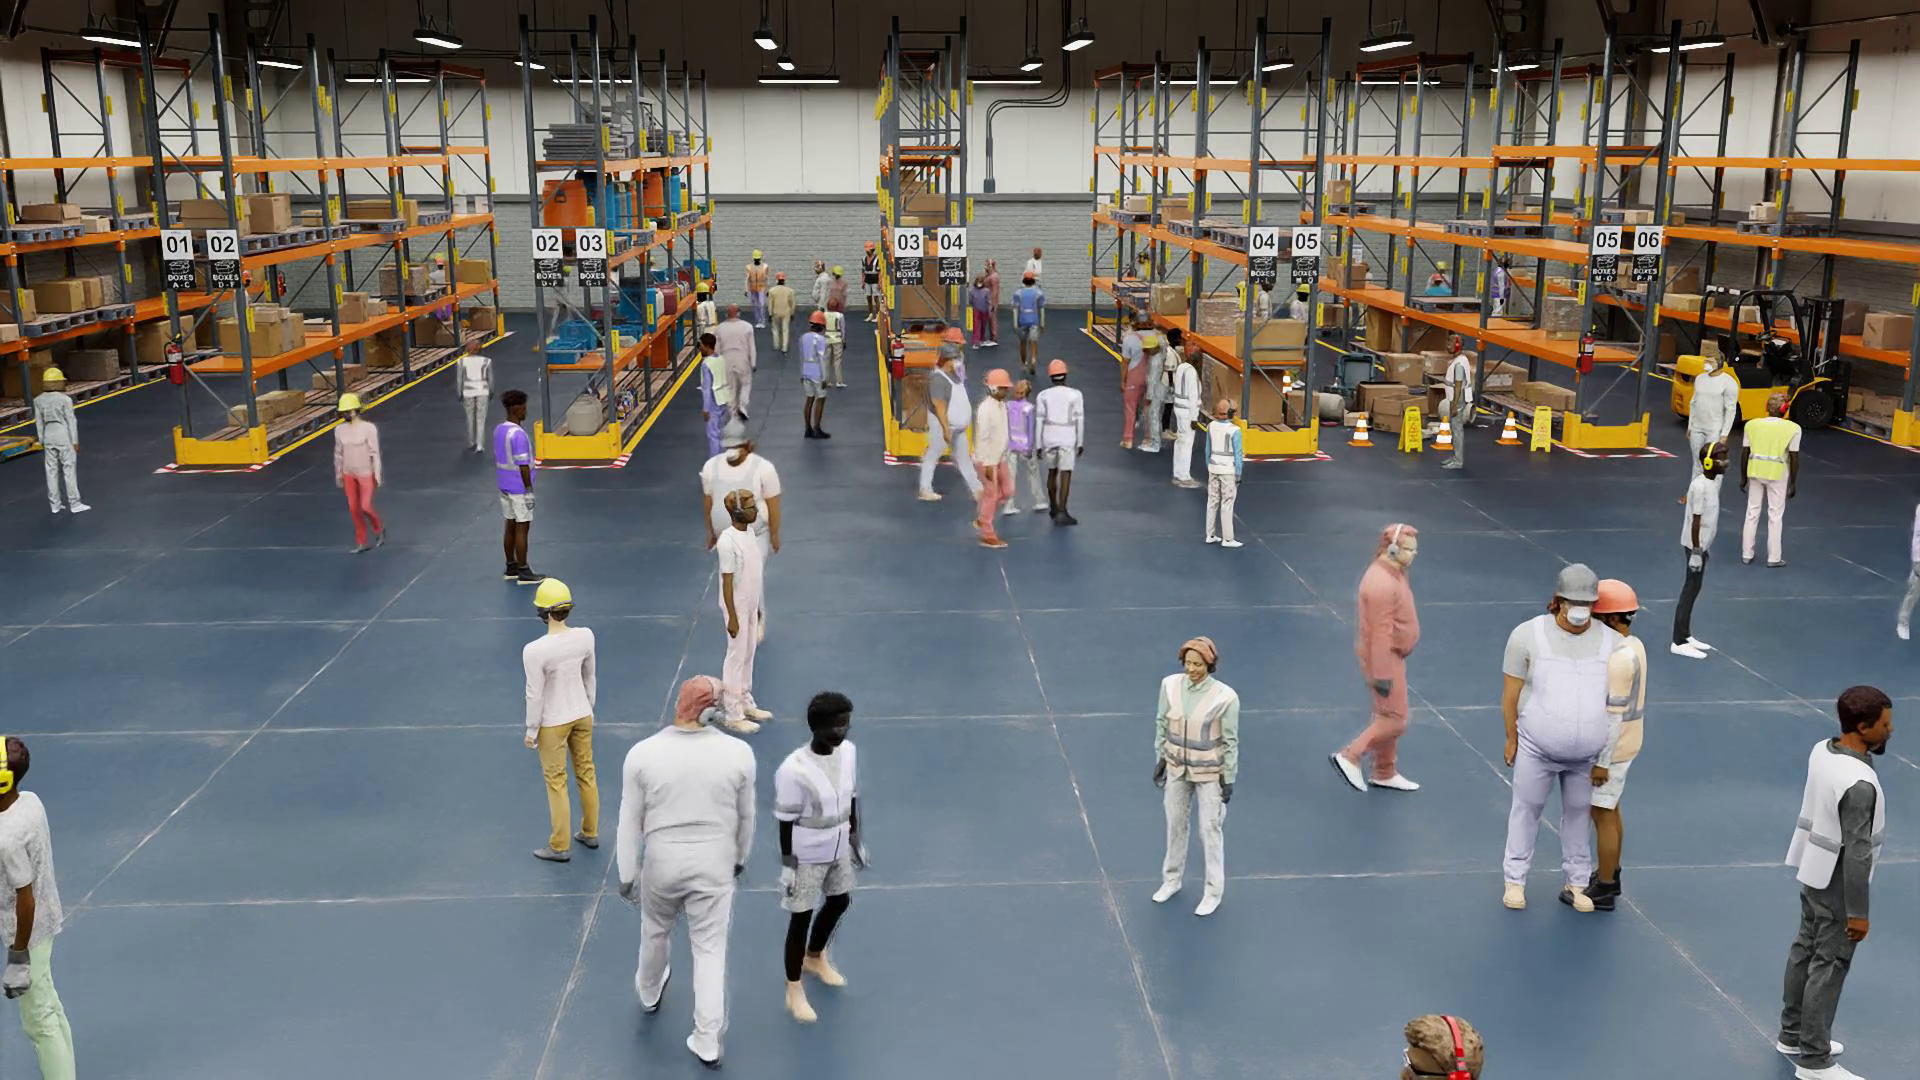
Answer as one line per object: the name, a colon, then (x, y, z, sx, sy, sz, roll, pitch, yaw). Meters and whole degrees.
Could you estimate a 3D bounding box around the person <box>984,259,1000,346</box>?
person: (0.668, -5.247, 36.785, 0.404, 1.906, 0.652, -1, 13, -4)

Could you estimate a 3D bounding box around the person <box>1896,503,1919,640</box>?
person: (8.494, 0.179, 14.474, 0.505, 1.603, 0.858, 3, 14, 11)

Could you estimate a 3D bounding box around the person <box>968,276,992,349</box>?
person: (0.434, -4.993, 36.457, 0.518, 1.592, 0.837, -1, 13, -2)

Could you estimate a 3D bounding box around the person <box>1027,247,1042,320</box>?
person: (1.833, -6.518, 42.277, 0.540, 1.863, 0.582, 9, 16, 34)

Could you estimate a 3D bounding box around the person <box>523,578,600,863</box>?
person: (-2.450, 1.099, 10.201, 0.314, 1.769, 0.525, 10, 16, 35)

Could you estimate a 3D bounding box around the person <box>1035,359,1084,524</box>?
person: (1.144, -1.138, 19.423, 0.564, 1.901, 0.729, 3, 14, 12)

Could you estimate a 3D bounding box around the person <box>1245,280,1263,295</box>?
person: (6.934, -5.663, 39.117, 0.513, 1.641, 0.307, 2, 13, 7)

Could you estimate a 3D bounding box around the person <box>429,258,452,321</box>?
person: (-12.287, -5.806, 39.479, 0.572, 1.748, 0.335, -5, 14, -18)

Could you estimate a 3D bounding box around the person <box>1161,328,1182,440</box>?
person: (3.159, -2.335, 24.922, 0.321, 1.686, 0.539, 2, 13, 10)

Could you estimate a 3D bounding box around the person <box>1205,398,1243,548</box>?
person: (2.895, -0.736, 18.244, 0.305, 1.640, 0.522, -10, 16, -36)

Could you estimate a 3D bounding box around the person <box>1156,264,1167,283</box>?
person: (4.768, -5.732, 39.439, 0.277, 1.627, 0.502, -1, 13, -4)

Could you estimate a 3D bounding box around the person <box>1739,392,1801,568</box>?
person: (8.419, -0.622, 17.341, 0.564, 1.837, 0.396, 13, 18, 43)

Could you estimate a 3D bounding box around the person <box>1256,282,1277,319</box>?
person: (5.721, -3.994, 31.217, 0.411, 2.036, 0.606, 1, 13, 6)

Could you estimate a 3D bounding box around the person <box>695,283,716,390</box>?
person: (-4.613, -3.687, 30.128, 0.385, 1.928, 0.589, 4, 14, 16)

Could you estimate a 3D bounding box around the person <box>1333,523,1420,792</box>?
person: (2.868, 0.804, 11.174, 0.459, 1.887, 0.671, 5, 14, 19)

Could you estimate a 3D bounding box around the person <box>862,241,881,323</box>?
person: (-2.222, -6.459, 41.658, 0.612, 2.033, 0.411, 9, 16, 34)

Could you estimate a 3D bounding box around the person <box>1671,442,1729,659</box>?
person: (6.389, 0.071, 14.334, 0.323, 1.870, 0.518, 8, 15, 31)

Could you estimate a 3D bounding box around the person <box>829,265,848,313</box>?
person: (-2.786, -5.284, 37.283, 0.561, 1.740, 0.426, -4, 14, -16)

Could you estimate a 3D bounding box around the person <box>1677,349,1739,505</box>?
person: (9.084, -1.342, 20.170, 0.372, 1.940, 0.627, -6, 14, -23)

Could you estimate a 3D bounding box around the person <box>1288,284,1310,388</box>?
person: (6.201, -3.750, 30.398, 0.378, 1.925, 0.590, 7, 15, 28)

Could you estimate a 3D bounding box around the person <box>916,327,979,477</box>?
person: (-0.189, -1.857, 22.231, 0.961, 2.003, 0.593, 6, 15, 24)

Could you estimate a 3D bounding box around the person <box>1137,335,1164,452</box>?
person: (2.742, -2.102, 23.882, 0.369, 1.714, 0.541, 0, 13, 2)

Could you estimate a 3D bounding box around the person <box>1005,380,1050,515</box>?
person: (0.800, -1.113, 19.893, 0.521, 1.612, 0.732, 13, 18, 43)

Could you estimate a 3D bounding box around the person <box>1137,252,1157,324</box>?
person: (4.523, -6.072, 40.395, 0.628, 1.853, 0.523, 3, 14, 14)

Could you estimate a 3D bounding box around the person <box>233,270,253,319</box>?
person: (-13.919, -4.256, 32.421, 0.405, 1.990, 0.622, -10, 16, -36)

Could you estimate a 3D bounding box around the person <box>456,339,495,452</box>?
person: (-7.015, -2.109, 24.155, 0.514, 1.599, 0.836, -2, 13, -8)

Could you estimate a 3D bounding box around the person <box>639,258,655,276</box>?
person: (-7.568, -6.006, 40.400, 0.527, 1.718, 0.870, -7, 15, -28)

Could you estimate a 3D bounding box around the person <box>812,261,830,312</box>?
person: (-3.037, -5.174, 36.508, 0.397, 1.900, 0.635, -2, 13, -8)

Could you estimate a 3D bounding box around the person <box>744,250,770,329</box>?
person: (-4.906, -6.033, 40.144, 0.595, 1.890, 0.871, 1, 13, 3)

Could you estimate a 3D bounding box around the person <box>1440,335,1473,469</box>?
person: (6.787, -1.882, 22.691, 0.393, 1.836, 0.561, 3, 14, 13)

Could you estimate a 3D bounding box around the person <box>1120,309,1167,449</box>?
person: (2.643, -2.362, 24.274, 0.685, 2.000, 0.536, -4, 14, -18)
